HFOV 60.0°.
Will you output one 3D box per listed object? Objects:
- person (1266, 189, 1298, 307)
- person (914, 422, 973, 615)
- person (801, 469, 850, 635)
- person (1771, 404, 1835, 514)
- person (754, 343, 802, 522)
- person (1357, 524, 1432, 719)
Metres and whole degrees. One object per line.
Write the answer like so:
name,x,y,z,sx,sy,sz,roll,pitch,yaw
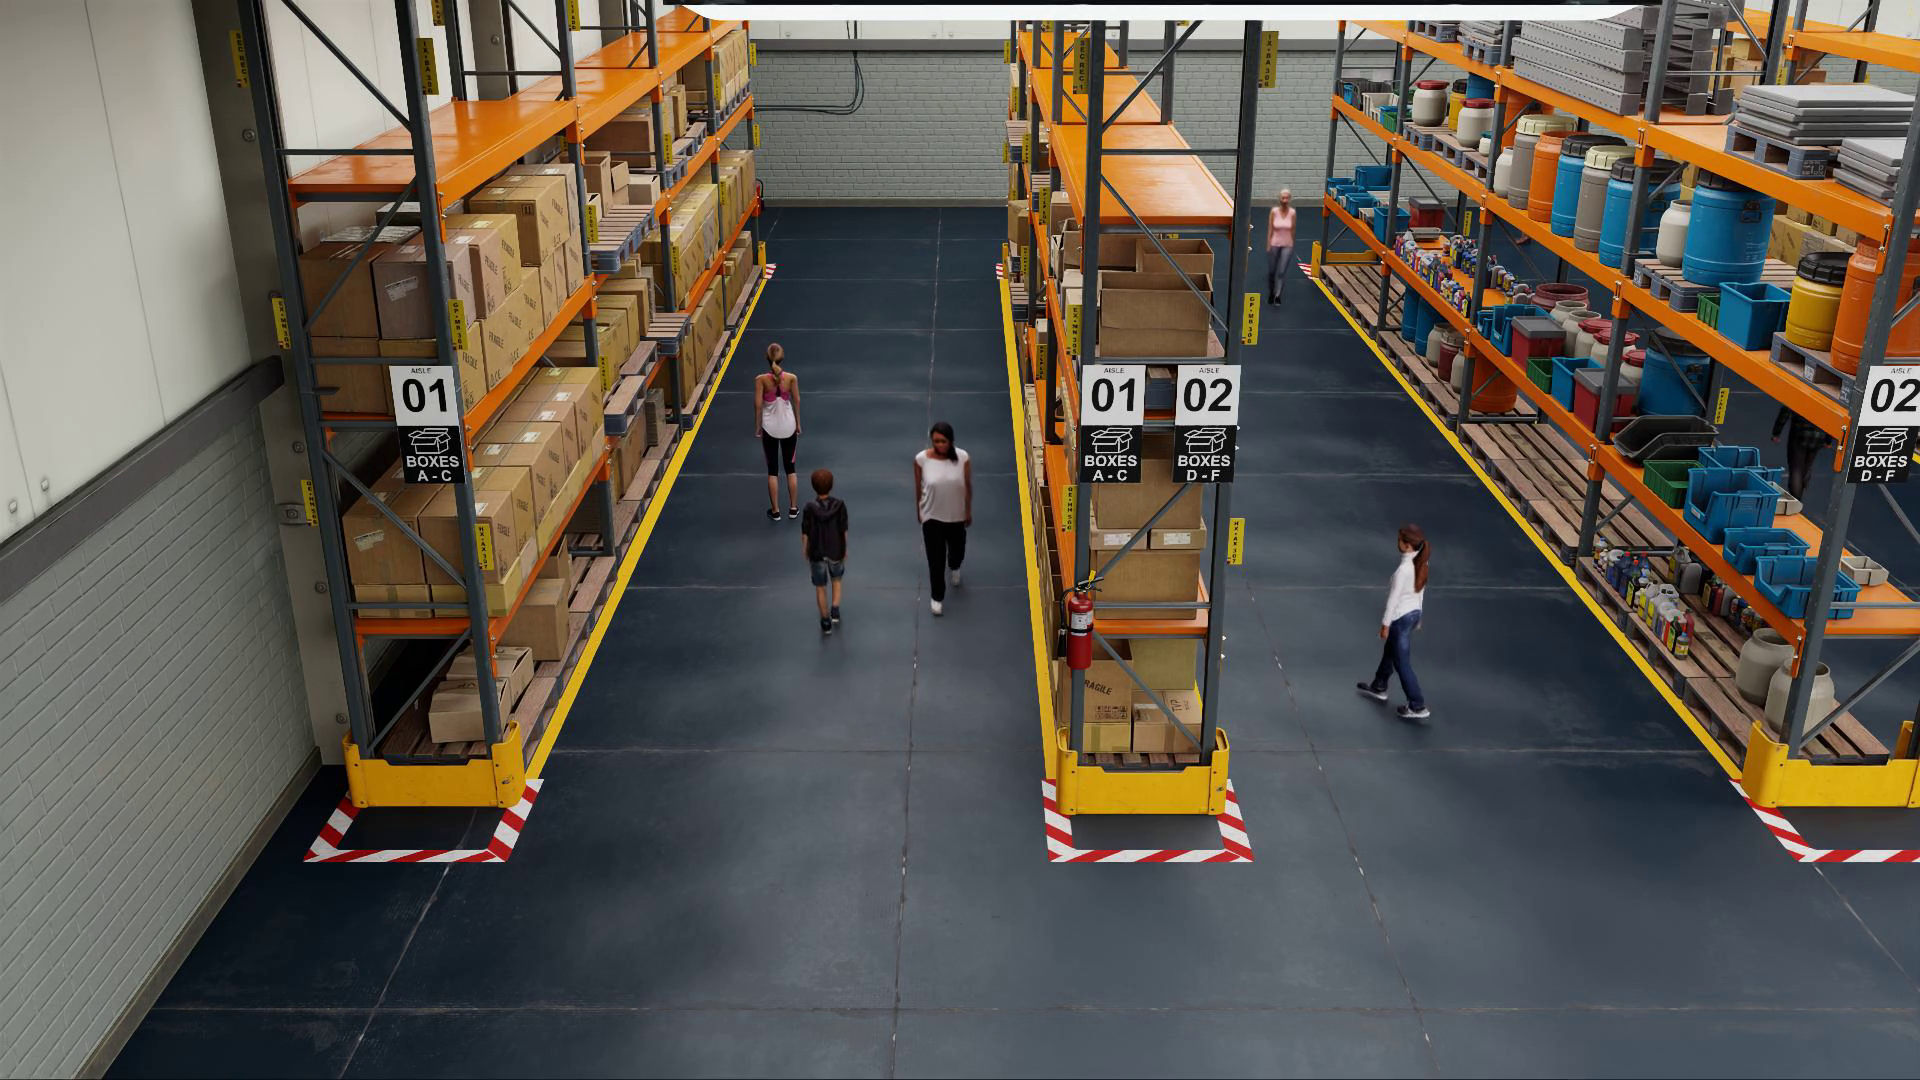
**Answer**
person,4.710,-4.323,24.491,0.565,1.720,0.571,2,22,4
person,-0.120,-0.245,14.595,0.693,1.664,1.027,-1,22,-4
person,-1.123,0.114,14.013,0.592,1.439,0.656,-4,23,-10
person,8.296,-1.014,16.208,0.701,1.696,0.850,1,22,2
person,-1.796,-1.071,16.453,0.664,1.787,0.610,-6,23,-14
person,3.417,0.636,12.613,0.904,1.533,0.974,-20,30,-40
